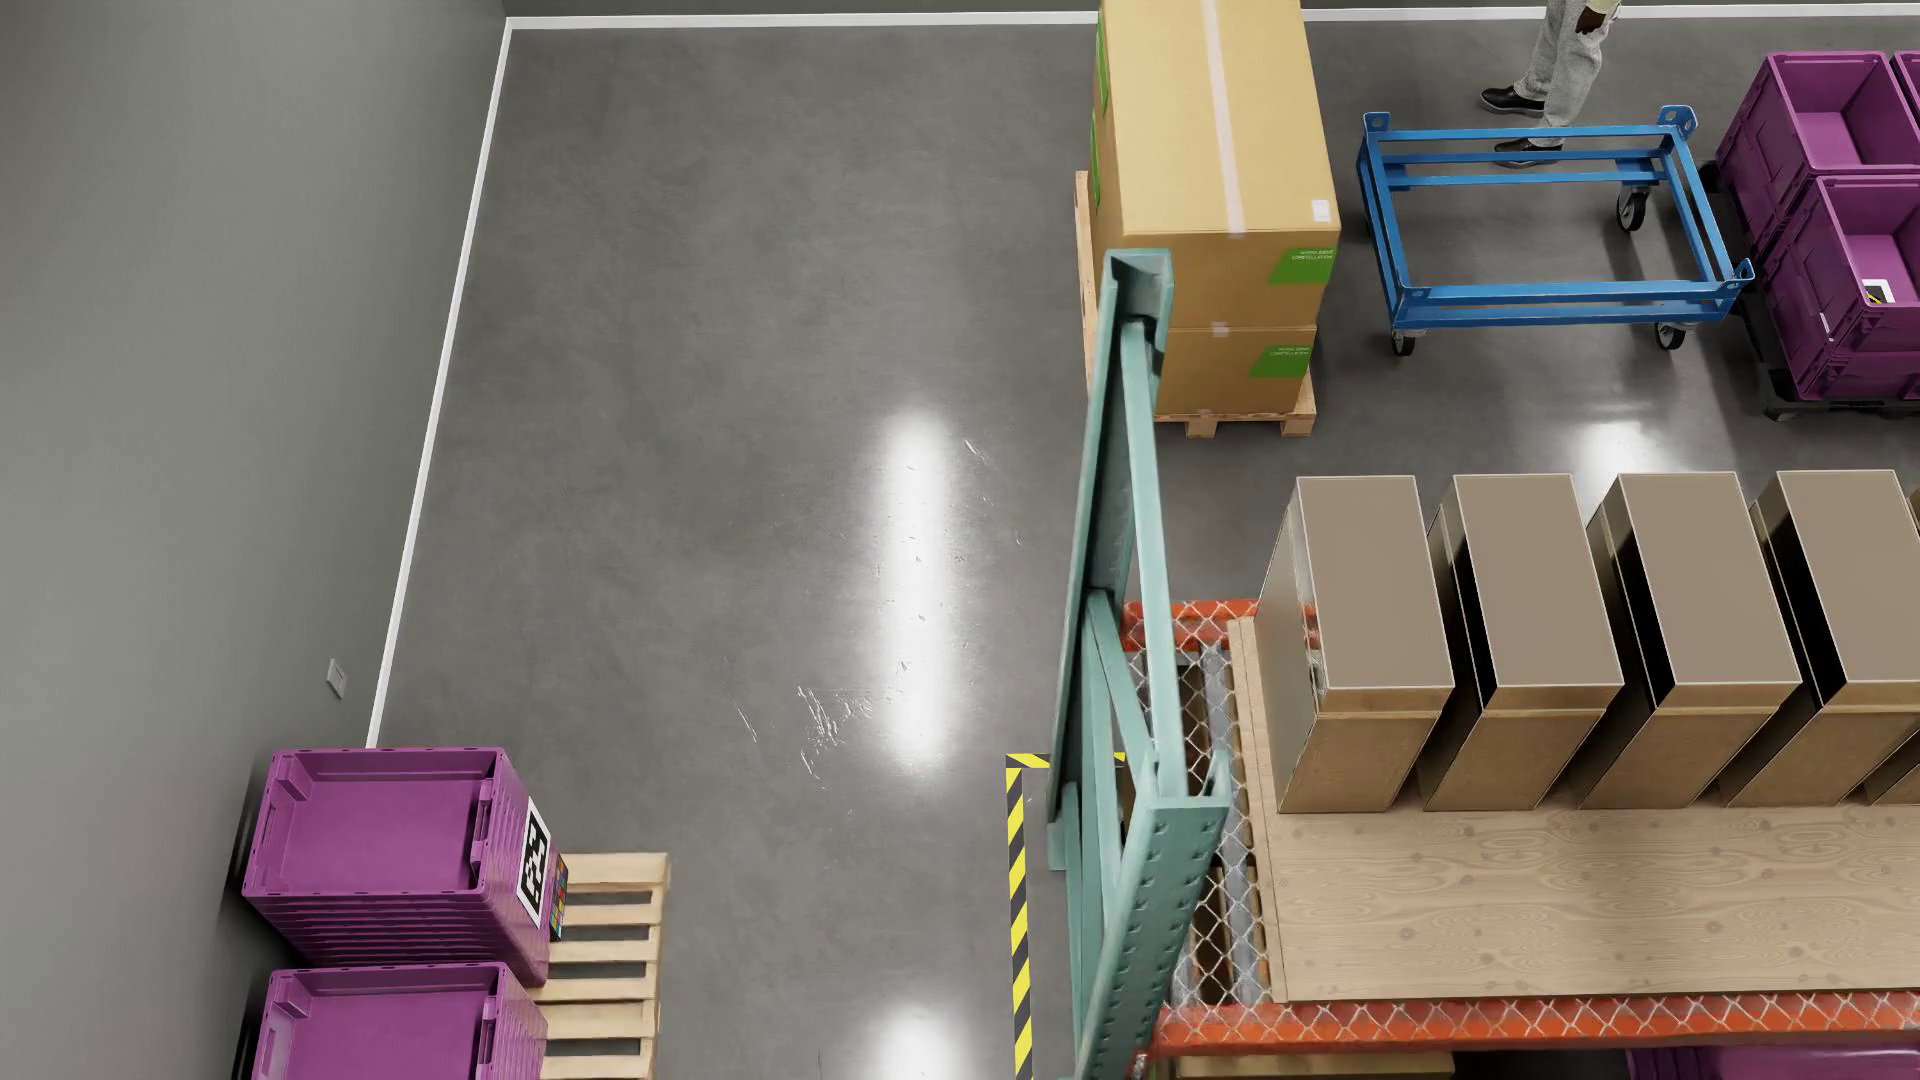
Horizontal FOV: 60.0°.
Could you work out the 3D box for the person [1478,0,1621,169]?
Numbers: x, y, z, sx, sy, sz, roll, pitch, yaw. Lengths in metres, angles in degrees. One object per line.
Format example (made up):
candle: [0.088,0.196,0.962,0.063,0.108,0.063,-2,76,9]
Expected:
person: [2.320,-2.155,6.084,0.404,1.833,0.590,2,58,1]
